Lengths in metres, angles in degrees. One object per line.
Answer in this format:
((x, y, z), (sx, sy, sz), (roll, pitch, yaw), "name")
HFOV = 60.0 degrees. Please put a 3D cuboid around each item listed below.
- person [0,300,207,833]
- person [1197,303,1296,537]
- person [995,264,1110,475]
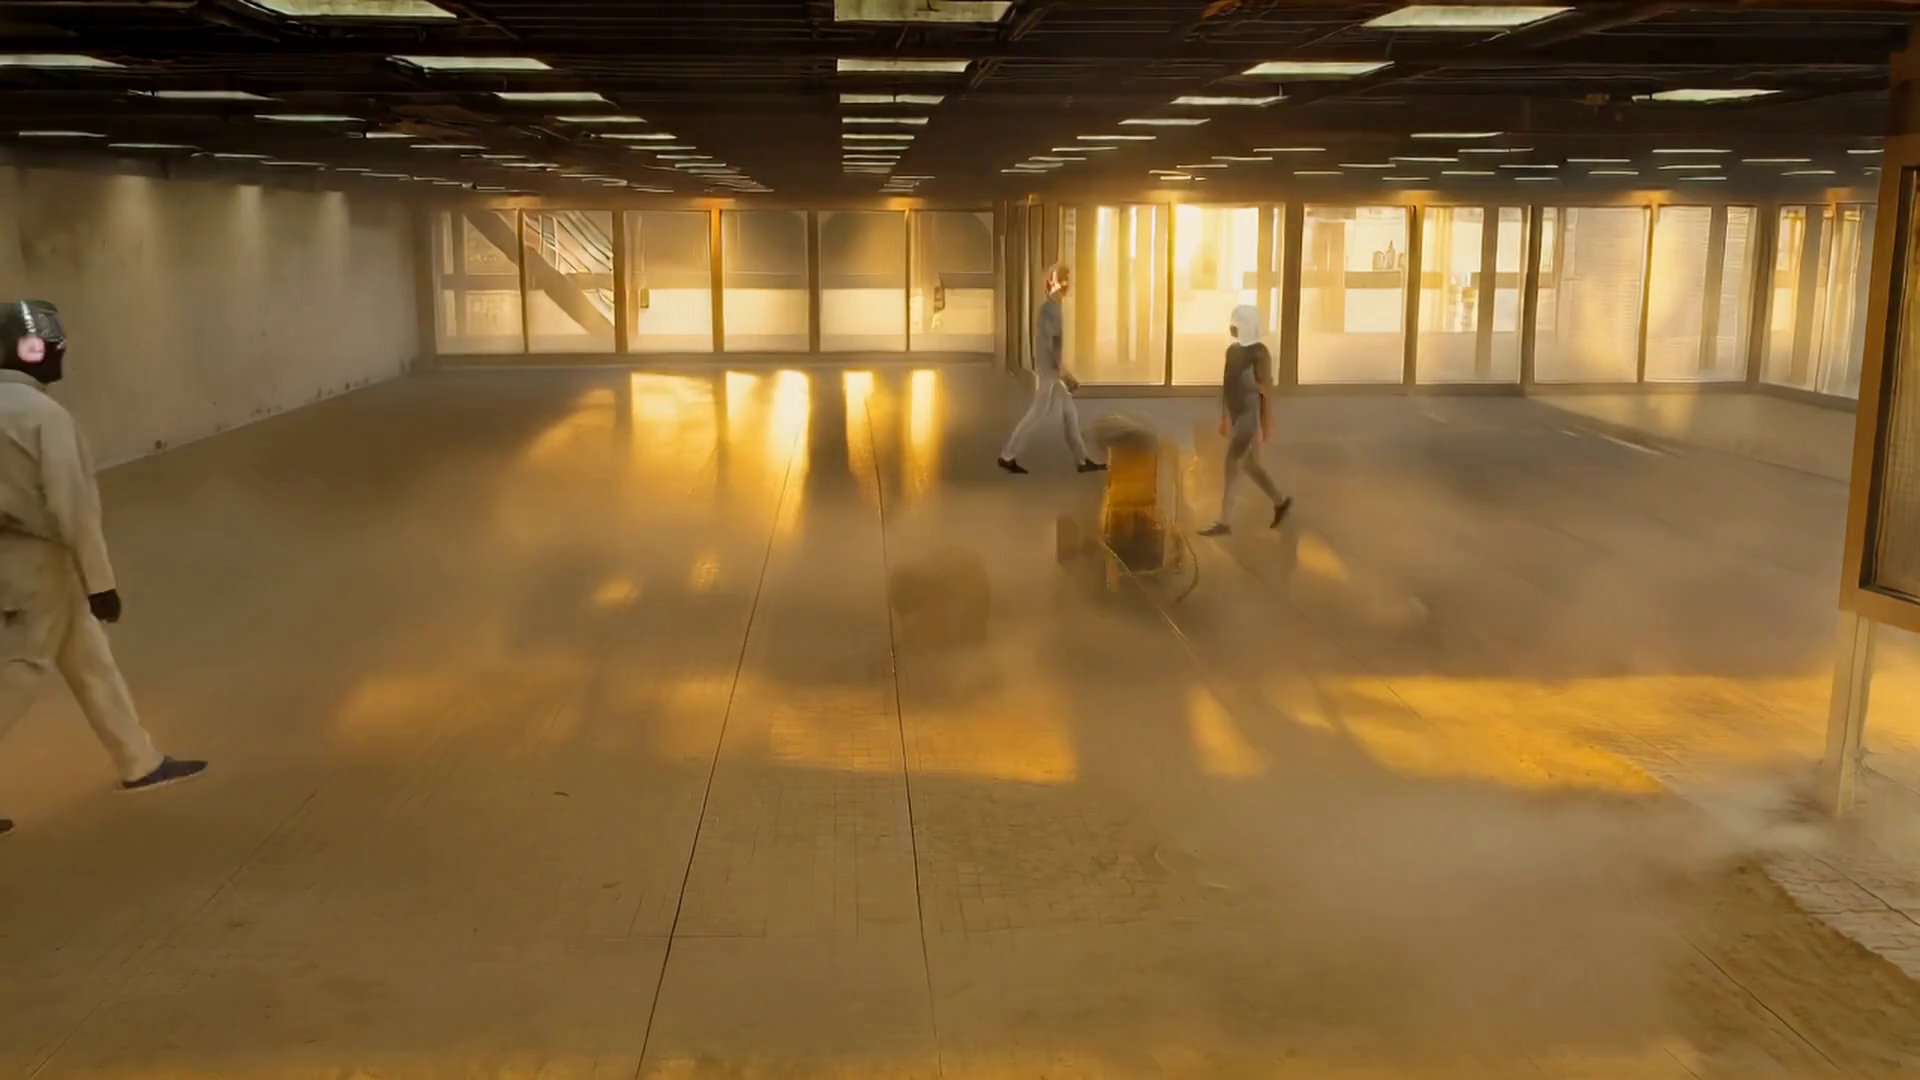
((-3.244, 0.090, 5.854), (0.662, 1.860, 1.007), (10, 14, 43), "person")
((2.013, -0.830, 11.475), (0.765, 1.607, 0.506), (-4, 11, -19), "person")
((0.766, -1.450, 14.267), (0.986, 1.826, 0.519), (1, 11, 4), "person")
